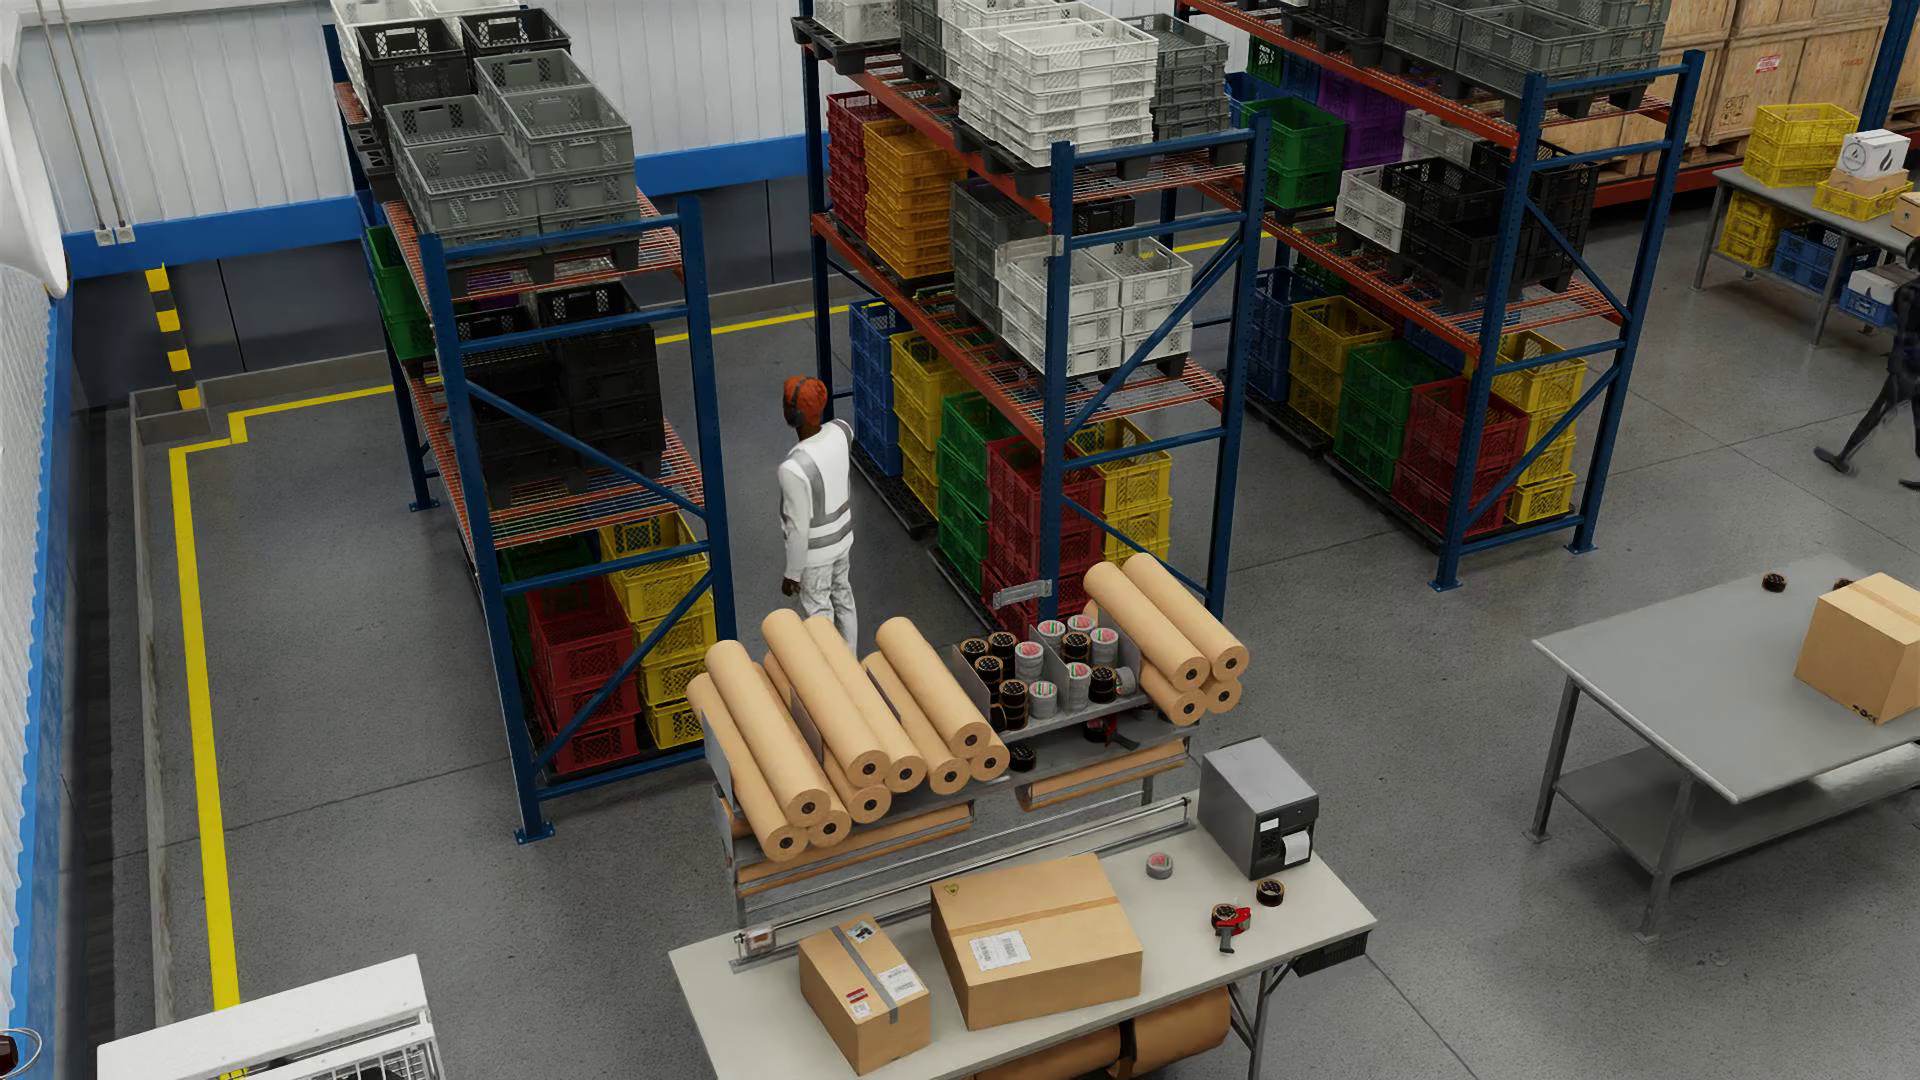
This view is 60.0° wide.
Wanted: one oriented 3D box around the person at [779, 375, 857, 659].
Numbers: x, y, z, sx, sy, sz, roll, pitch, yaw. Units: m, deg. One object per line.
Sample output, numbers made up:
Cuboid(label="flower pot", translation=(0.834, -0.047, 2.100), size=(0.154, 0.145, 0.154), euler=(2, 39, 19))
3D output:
Cuboid(label="person", translation=(-0.723, 0.033, 8.378), size=(0.359, 1.883, 0.572), euler=(14, 34, 22))

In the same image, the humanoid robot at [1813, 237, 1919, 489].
Cuboid(label="humanoid robot", translation=(5.998, -1.088, 10.443), size=(0.574, 1.609, 0.766), euler=(-20, 37, -29))
